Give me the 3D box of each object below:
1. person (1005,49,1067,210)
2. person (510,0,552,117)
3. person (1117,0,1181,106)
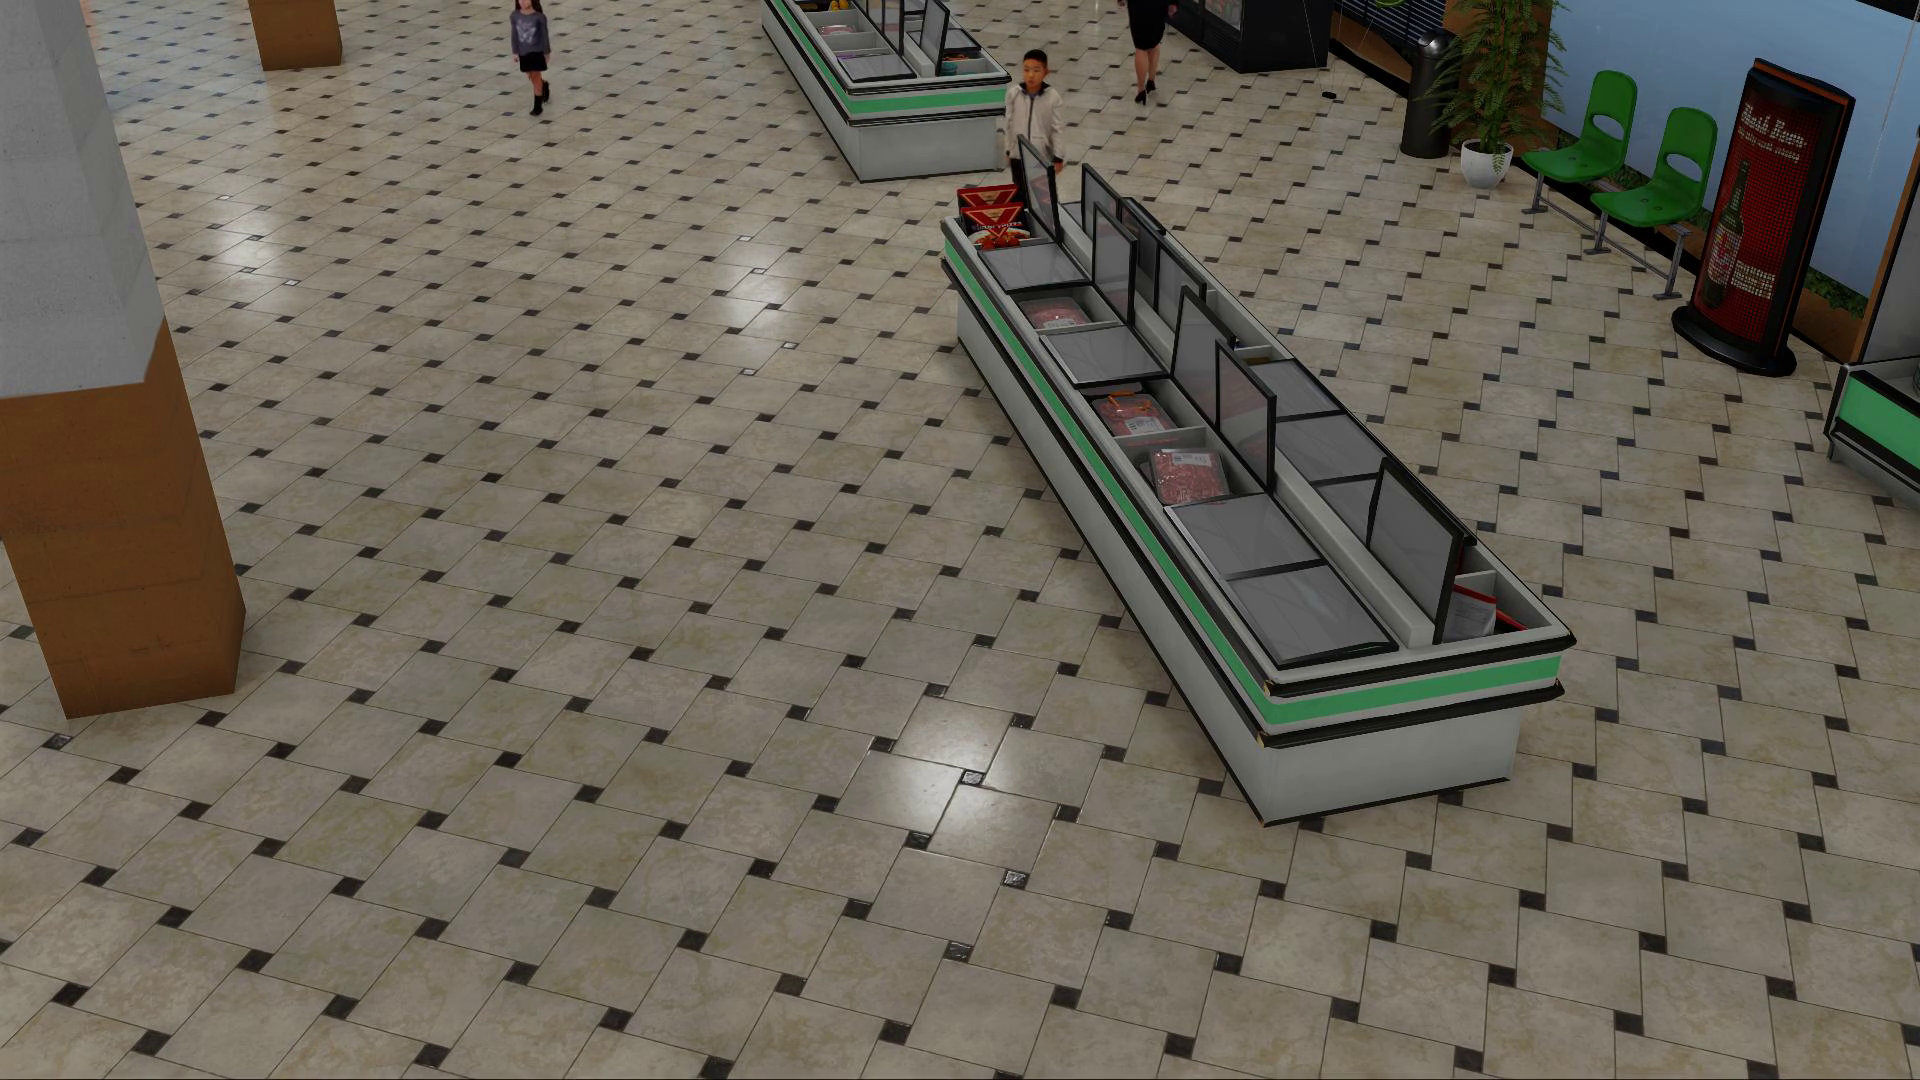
[{"bbox_3d":[0.530,-2.671,11.505,0.852,1.435,0.994,8,33,13],"label":"person"},{"bbox_3d":[-3.691,-4.258,14.385,0.653,1.087,0.830,5,32,7],"label":"person"},{"bbox_3d":[1.629,-4.594,14.383,0.770,1.659,0.778,-2,32,-3],"label":"person"}]
